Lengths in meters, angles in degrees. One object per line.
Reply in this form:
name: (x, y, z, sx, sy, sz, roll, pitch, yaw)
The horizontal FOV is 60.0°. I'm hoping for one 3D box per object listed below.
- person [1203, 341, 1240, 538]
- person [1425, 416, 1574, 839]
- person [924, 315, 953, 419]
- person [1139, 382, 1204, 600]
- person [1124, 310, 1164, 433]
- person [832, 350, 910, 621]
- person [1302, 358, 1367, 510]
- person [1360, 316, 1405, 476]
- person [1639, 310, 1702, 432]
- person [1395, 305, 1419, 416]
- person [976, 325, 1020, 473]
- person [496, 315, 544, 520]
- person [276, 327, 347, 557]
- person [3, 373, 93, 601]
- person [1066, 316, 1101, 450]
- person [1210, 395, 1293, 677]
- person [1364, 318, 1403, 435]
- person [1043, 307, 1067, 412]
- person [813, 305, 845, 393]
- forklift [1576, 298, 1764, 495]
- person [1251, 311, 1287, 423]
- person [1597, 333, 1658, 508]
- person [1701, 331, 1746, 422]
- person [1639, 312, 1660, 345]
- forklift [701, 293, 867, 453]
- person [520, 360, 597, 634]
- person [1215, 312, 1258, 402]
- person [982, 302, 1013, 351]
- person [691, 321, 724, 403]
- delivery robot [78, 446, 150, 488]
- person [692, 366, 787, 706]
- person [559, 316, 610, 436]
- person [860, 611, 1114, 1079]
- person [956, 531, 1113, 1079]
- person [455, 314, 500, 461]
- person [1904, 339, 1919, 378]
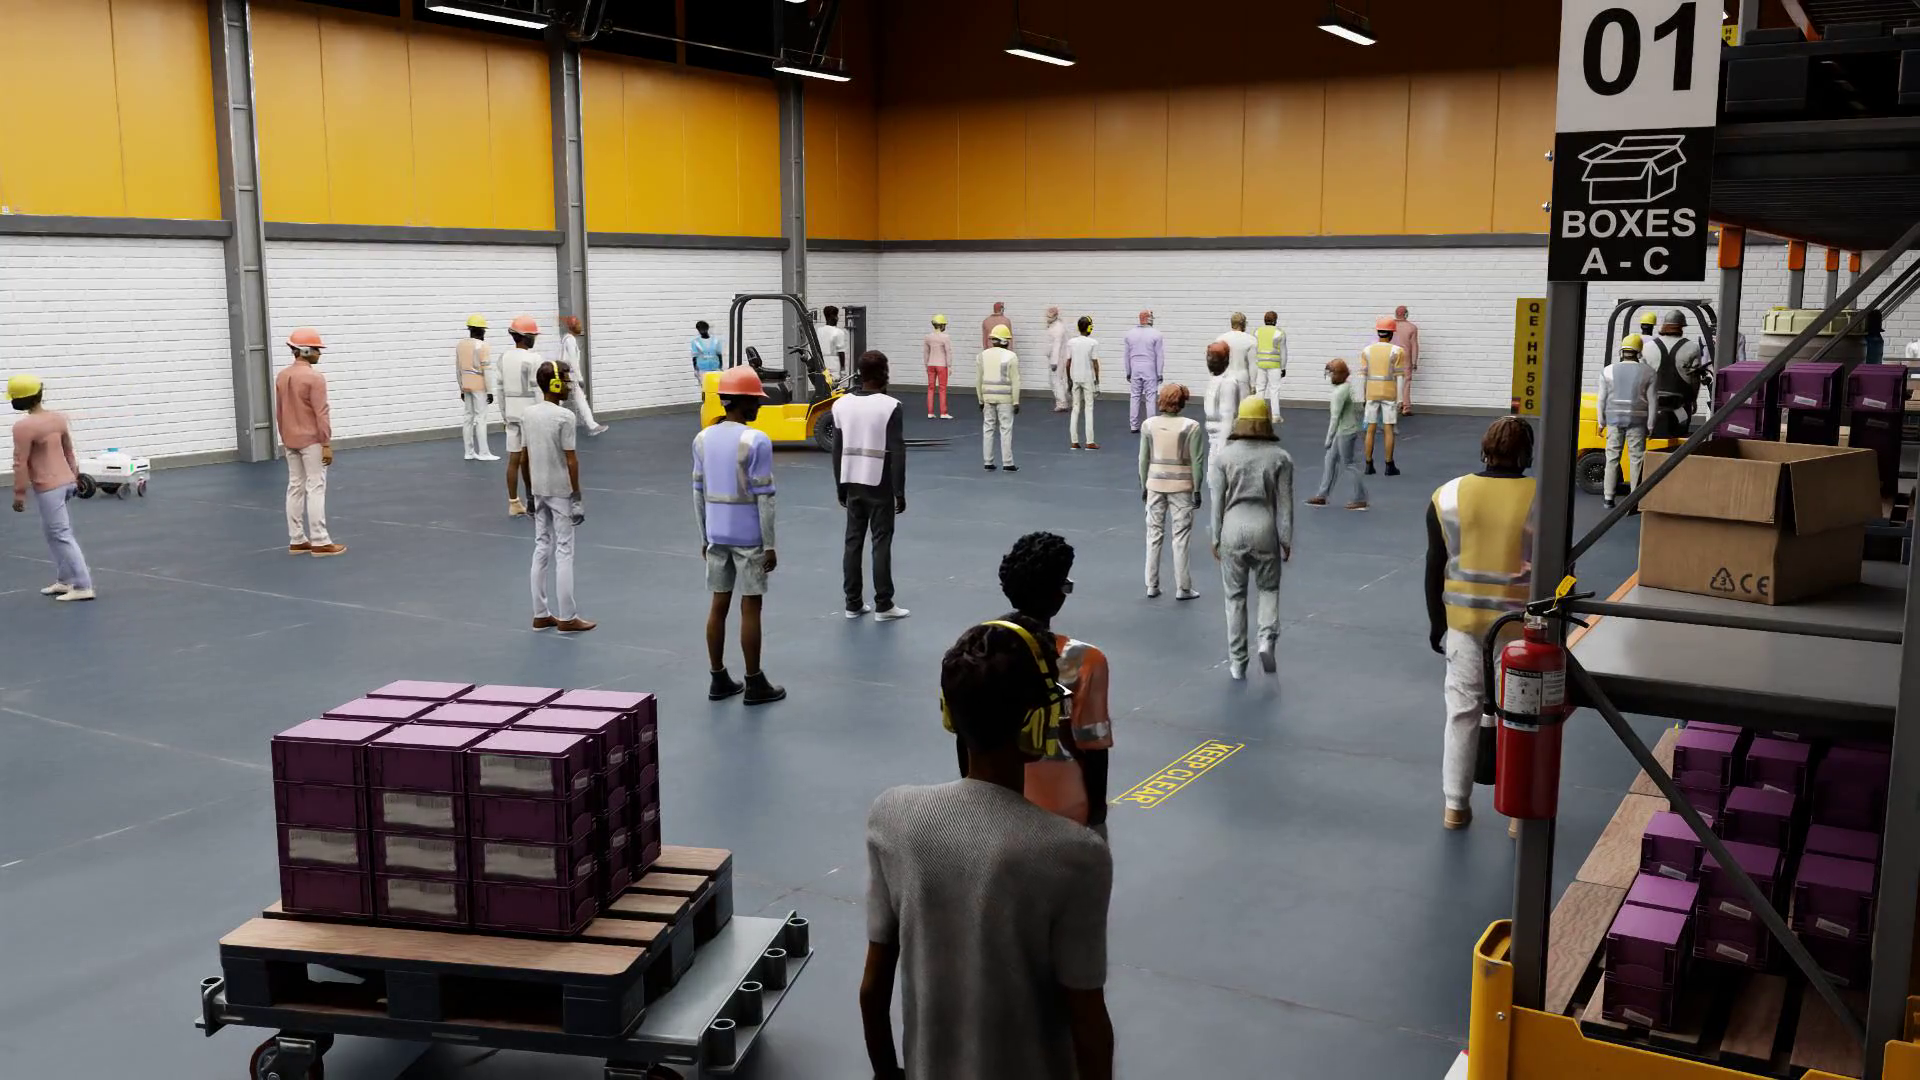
person: (2.431, -0.909, 15.288, 0.446, 1.848, 0.608, -1, 9, -7)
person: (2.354, 0.378, 7.281, 0.625, 1.843, 0.430, 6, 11, 32)
person: (-0.364, -2.919, 28.104, 0.527, 1.765, 0.329, 6, 11, 32)
person: (1.587, -0.365, 12.543, 0.515, 1.640, 0.315, 6, 11, 32)
person: (2.845, -2.579, 25.546, 0.643, 1.905, 0.399, 6, 11, 32)
person: (-0.646, -0.382, 11.797, 0.590, 1.916, 0.391, 6, 11, 32)
person: (3.894, -1.096, 17.228, 0.736, 1.587, 0.568, 2, 9, 12)
person: (5.153, -1.754, 20.287, 0.548, 1.937, 0.379, 6, 11, 32)
person: (8.345, -1.689, 19.565, 0.684, 2.000, 0.536, 6, 11, 32)
person: (7.601, -3.092, 28.739, 0.643, 1.908, 0.399, 6, 11, 32)
person: (0.486, -1.738, 20.528, 0.592, 1.828, 0.404, 6, 11, 32)
person: (-4.353, -1.228, 16.679, 0.610, 2.043, 0.397, 6, 11, 32)
person: (-5.677, -0.851, 14.484, 0.613, 1.991, 0.392, 6, 11, 32)
person: (-6.791, -0.382, 12.372, 0.553, 1.729, 0.556, 0, 9, 1)
person: (1.722, -2.188, 23.213, 0.514, 1.871, 0.327, 6, 11, 32)
person: (1.765, -0.015, 10.115, 0.495, 1.722, 0.473, 1, 9, 7)
person: (6.450, -2.479, 25.280, 0.584, 1.782, 0.795, -8, 12, -39)
person: (1.695, -3.193, 29.481, 0.468, 1.870, 0.673, -1, 9, -7)
person: (-2.035, -2.679, 25.979, 0.609, 1.963, 0.368, 6, 11, 32)
forklift: (7.954, -1.589, 18.462, 2.313, 2.155, 1.214, 5, 11, 30)
person: (5.090, -2.843, 27.386, 0.625, 1.843, 0.430, 6, 11, 32)
person: (6.963, -1.233, 17.360, 0.592, 1.832, 0.404, 6, 11, 32)
person: (11.851, -2.593, 25.836, 0.625, 1.840, 0.430, 6, 11, 32)
person: (9.404, -2.165, 22.886, 0.590, 1.926, 0.388, 6, 11, 32)
forklift: (-2.458, -2.344, 23.176, 2.313, 2.155, 1.214, 0, 9, -2)
person: (-2.778, -0.293, 11.398, 0.514, 1.865, 0.327, 6, 11, 32)
person: (3.750, -2.128, 22.628, 0.629, 1.936, 0.371, 6, 11, 32)
person: (0.757, -3.703, 32.556, 0.643, 1.908, 0.399, 6, 11, 32)
person: (-4.282, -2.938, 28.541, 0.682, 1.656, 0.352, -4, 10, -25)
delivery robot: (-9.283, -0.786, 18.261, 0.707, 0.478, 0.477, 2, 9, 11)
person: (-1.261, -0.026, 9.516, 0.548, 1.934, 0.376, 6, 11, 32)
person: (-5.826, -2.436, 24.920, 1.017, 1.823, 0.561, -2, 9, -11)
person: (0.060, 1.054, 2.978, 0.514, 1.871, 0.327, 6, 11, 32)
person: (0.216, 0.818, 4.982, 0.537, 1.695, 0.321, 6, 11, 32)
person: (-6.344, -1.993, 21.824, 0.590, 1.923, 0.383, 6, 11, 32)
person: (12.609, -1.979, 21.707, 0.548, 1.934, 0.376, 6, 11, 32)
